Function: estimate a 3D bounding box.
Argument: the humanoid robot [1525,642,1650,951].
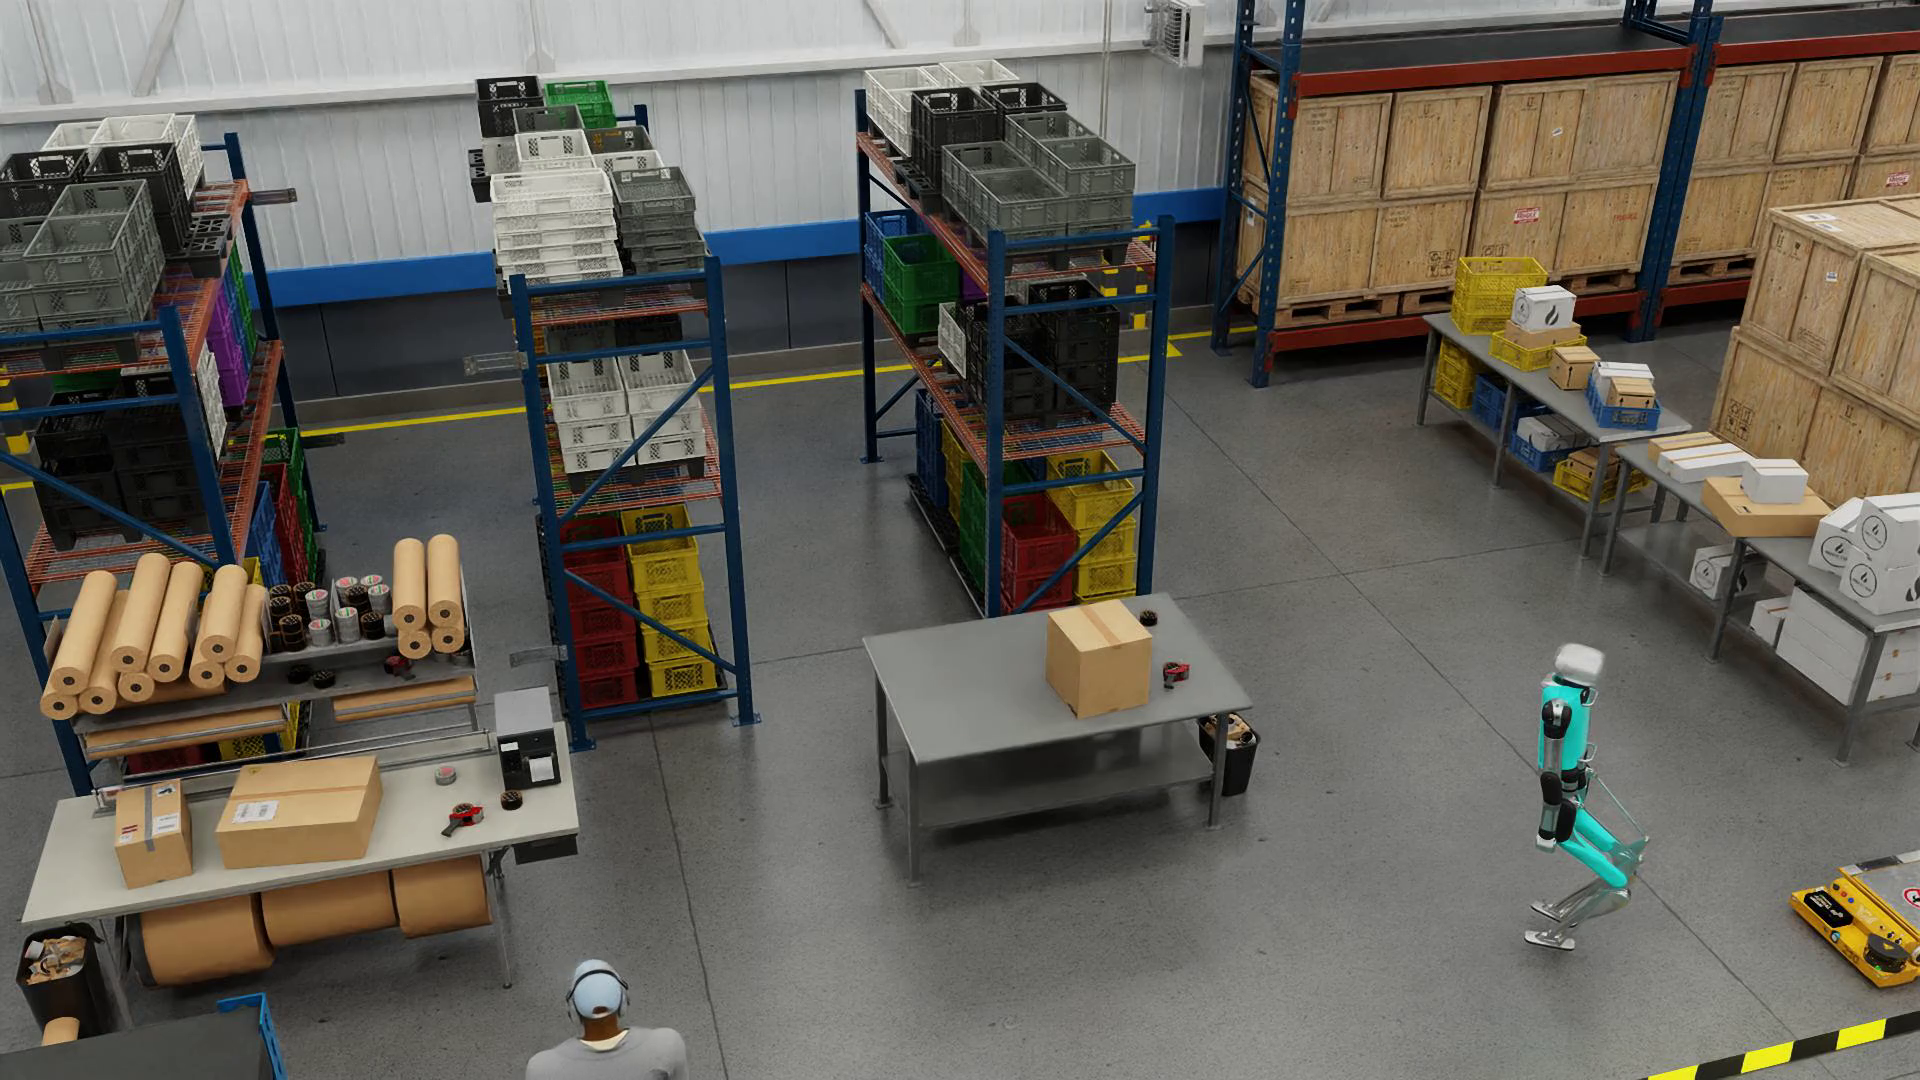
[{"bbox_3d":[3.114,1.310,8.118,0.735,1.673,0.533,15,32,26],"label":"humanoid robot"}]

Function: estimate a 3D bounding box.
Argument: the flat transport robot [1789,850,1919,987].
[{"bbox_3d":[5.163,1.916,8.676,1.431,0.231,0.659,-8,30,-14],"label":"flat transport robot"}]

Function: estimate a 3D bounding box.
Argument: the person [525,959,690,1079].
[{"bbox_3d":[-1.291,2.314,6.307,0.599,1.850,0.390,-9,30,-15],"label":"person"}]
